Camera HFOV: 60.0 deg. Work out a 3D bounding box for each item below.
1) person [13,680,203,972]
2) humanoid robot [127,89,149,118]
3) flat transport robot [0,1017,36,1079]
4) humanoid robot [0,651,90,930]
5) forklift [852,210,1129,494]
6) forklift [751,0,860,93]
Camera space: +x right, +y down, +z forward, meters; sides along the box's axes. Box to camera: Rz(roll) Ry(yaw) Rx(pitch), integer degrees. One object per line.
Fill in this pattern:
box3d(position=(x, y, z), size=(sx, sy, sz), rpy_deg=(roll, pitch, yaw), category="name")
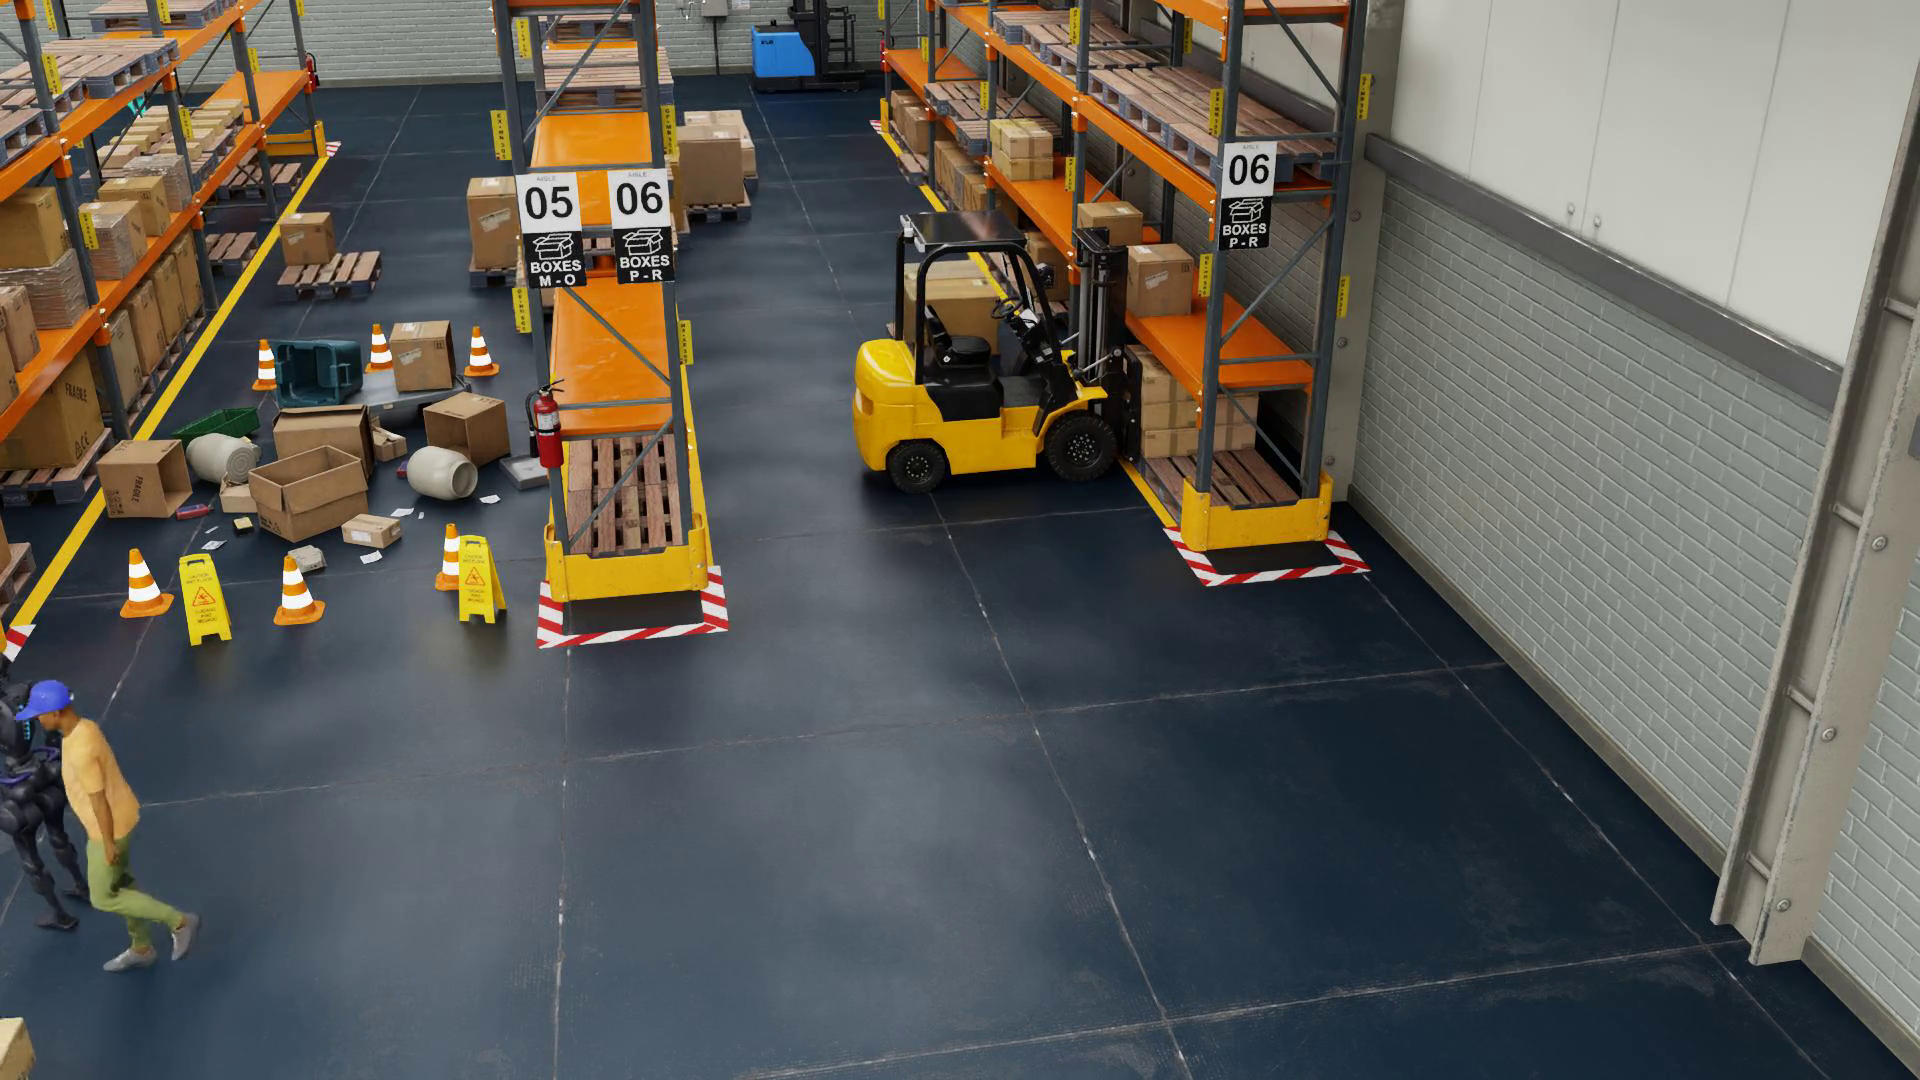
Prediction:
box3d(position=(-4.329, 1.469, 8.432), size=(0.565, 1.678, 0.500), rpy_deg=(-12, 28, -23), category="person")
box3d(position=(-12.850, -6.939, 25.889), size=(0.557, 1.740, 1.046), rpy_deg=(-20, 32, -35), category="humanoid robot")
box3d(position=(-4.636, 2.854, 7.185), size=(1.431, 0.231, 0.659), rpy_deg=(-10, 27, -19), category="flat transport robot")
box3d(position=(-4.932, 1.316, 8.761), size=(0.327, 1.655, 0.590), rpy_deg=(8, 27, 17), category="humanoid robot")
box3d(position=(0.216, -1.659, 14.366), size=(2.313, 2.155, 1.214), rpy_deg=(-5, 26, -10), category="forklift")
box3d(position=(-2.872, -9.679, 30.288), size=(1.873, 2.768, 1.129), rpy_deg=(-5, 26, -10), category="forklift")
